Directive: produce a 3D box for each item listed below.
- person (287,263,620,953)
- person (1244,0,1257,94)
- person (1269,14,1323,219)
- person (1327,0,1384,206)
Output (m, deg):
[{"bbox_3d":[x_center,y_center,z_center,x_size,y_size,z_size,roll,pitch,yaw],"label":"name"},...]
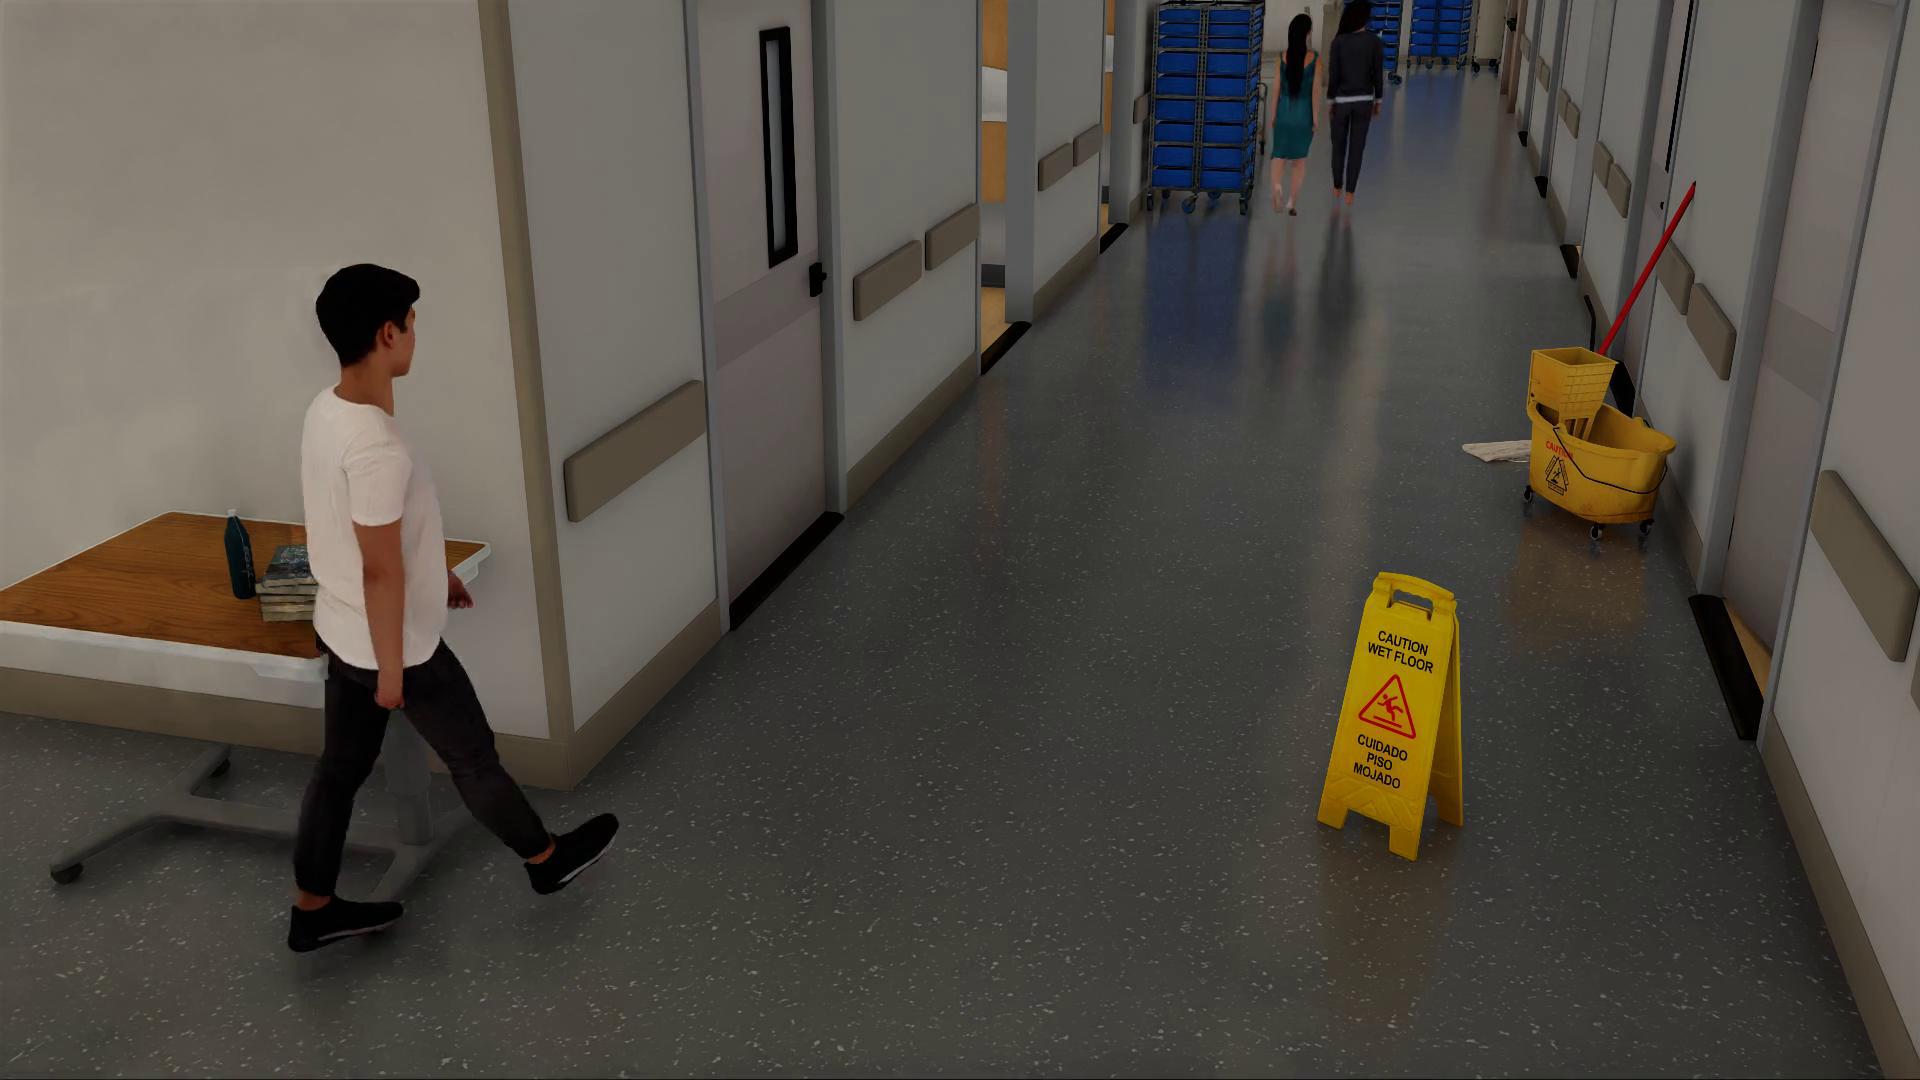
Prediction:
[{"bbox_3d":[-1.458,0.227,3.955,1.136,1.670,1.016,-14,25,-32],"label":"person"},{"bbox_3d":[3.773,-6.718,22.037,0.879,1.881,0.973,-17,26,-37],"label":"person"},{"bbox_3d":[2.727,-3.422,13.645,0.556,1.662,0.960,6,22,15],"label":"person"},{"bbox_3d":[3.403,-3.738,14.392,0.668,1.723,1.134,4,21,11],"label":"person"}]
